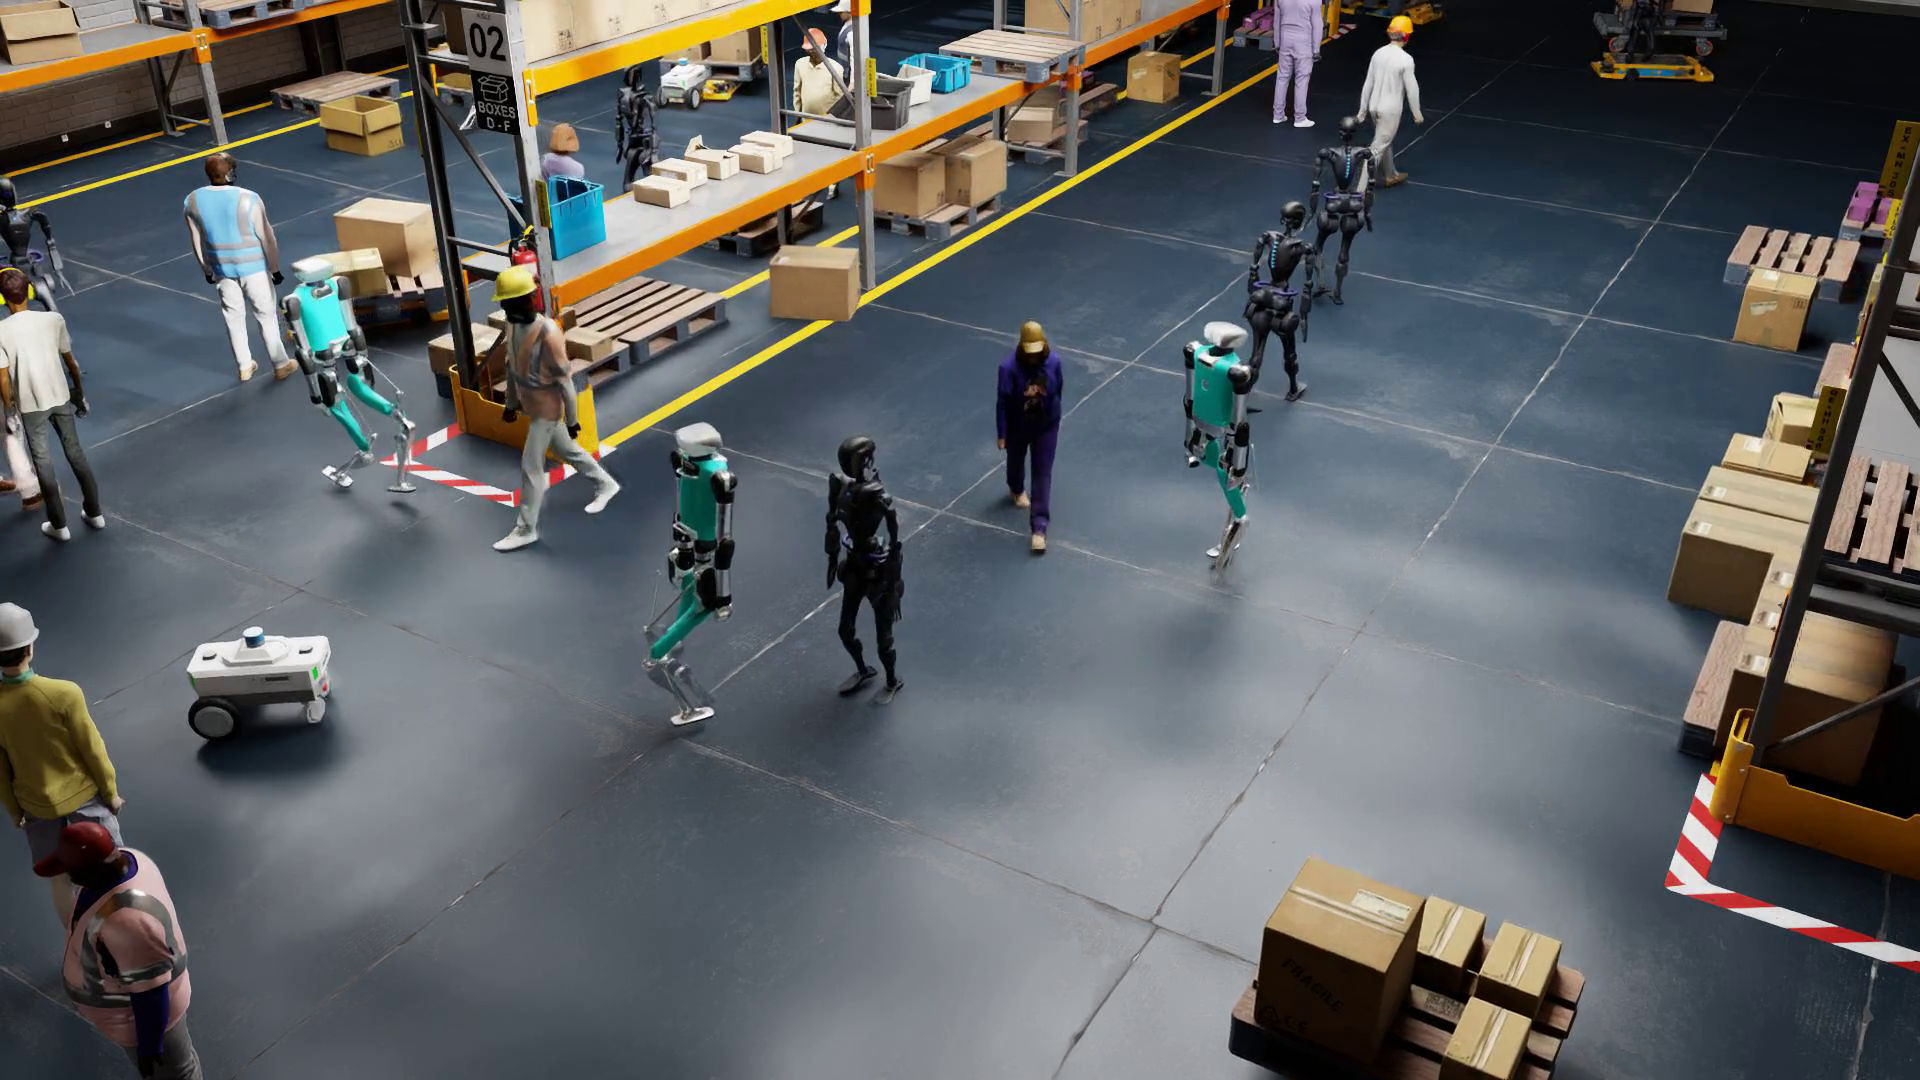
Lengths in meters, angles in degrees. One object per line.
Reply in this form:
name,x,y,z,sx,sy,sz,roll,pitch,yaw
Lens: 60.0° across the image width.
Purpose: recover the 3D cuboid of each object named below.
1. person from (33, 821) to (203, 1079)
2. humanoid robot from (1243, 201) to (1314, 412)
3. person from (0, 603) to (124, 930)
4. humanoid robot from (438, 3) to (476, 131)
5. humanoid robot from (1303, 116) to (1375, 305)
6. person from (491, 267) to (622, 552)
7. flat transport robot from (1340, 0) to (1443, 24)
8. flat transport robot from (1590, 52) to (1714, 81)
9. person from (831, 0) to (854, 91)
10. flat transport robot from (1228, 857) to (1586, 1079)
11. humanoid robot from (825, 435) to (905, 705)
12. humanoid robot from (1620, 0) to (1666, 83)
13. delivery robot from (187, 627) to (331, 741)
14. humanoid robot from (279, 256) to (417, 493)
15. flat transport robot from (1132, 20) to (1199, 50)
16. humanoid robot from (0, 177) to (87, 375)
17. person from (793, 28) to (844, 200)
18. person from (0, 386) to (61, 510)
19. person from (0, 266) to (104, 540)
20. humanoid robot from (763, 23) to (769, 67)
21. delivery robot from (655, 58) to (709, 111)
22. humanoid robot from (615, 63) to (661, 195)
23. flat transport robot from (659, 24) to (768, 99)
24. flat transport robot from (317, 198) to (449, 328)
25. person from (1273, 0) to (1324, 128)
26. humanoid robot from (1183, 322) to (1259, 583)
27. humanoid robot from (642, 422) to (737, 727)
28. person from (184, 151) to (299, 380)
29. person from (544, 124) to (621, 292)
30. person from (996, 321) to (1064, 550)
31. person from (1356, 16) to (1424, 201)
person,-3.122,1.760,6.322,0.420,1.751,0.598,-17,34,-27
humanoid robot,2.412,-1.783,12.720,0.608,1.631,0.763,26,39,38
person,-3.953,1.127,7.310,0.473,1.885,0.396,-8,31,-15
humanoid robot,-5.656,-5.683,19.538,0.557,1.744,1.044,14,32,23
humanoid robot,3.348,-2.902,14.642,0.610,1.643,0.335,-1,30,-2
person,-2.730,-0.919,10.944,0.998,1.868,0.586,-22,36,-33
flat transport robot,6.496,-8.034,25.153,1.431,0.231,0.659,23,37,34
flat transport robot,9.151,-6.250,21.998,1.431,0.231,0.659,3,30,6
person,-1.199,-5.182,18.595,0.433,1.758,0.746,-5,30,-9
flat transport robot,1.935,2.130,7.174,0.659,0.231,1.431,17,34,27
humanoid robot,-0.508,0.167,9.219,0.589,1.651,0.344,24,37,35
humanoid robot,8.834,-6.763,21.474,0.608,1.644,0.364,-13,32,-22
delivery robot,-3.919,0.757,9.307,0.762,0.590,0.525,-3,30,-6
humanoid robot,-4.069,-1.027,11.290,1.016,1.750,0.534,16,33,26
flat transport robot,2.821,-7.218,23.710,0.659,0.231,1.431,17,33,27
humanoid robot,-7.384,-2.057,13.174,0.600,1.628,0.733,-25,38,-36
person,-1.469,-4.409,17.231,0.572,1.749,0.331,11,31,19
person,-6.610,-1.142,11.238,0.470,1.963,0.639,-22,36,-34
person,-6.011,-0.889,10.908,0.346,1.856,0.521,22,36,34
humanoid robot,-2.652,-7.171,22.173,0.661,1.834,0.543,-16,33,-27
delivery robot,-3.444,-5.660,20.679,0.502,0.611,0.782,8,30,13
humanoid robot,-3.148,-3.858,16.370,0.603,1.648,0.599,22,36,33
flat transport robot,-3.131,-5.965,21.493,0.659,0.231,1.431,5,30,8
flat transport robot,-5.097,-2.045,14.559,1.431,0.231,0.659,-11,31,-19
person,3.987,-5.836,19.603,0.642,1.908,0.414,24,37,36
humanoid robot,1.755,-0.556,10.492,0.765,1.837,0.553,-19,35,-30
humanoid robot,-1.546,0.304,8.962,0.741,1.834,0.555,-21,36,-33
person,-5.682,-2.155,13.159,0.631,1.839,0.429,-1,29,-1
person,-3.450,-2.878,14.687,0.500,1.591,0.837,17,34,28
person,0.448,-0.779,11.011,0.453,1.549,0.919,-3,30,-5
person,4.512,-4.484,17.268,0.949,1.850,0.567,-16,33,-26
